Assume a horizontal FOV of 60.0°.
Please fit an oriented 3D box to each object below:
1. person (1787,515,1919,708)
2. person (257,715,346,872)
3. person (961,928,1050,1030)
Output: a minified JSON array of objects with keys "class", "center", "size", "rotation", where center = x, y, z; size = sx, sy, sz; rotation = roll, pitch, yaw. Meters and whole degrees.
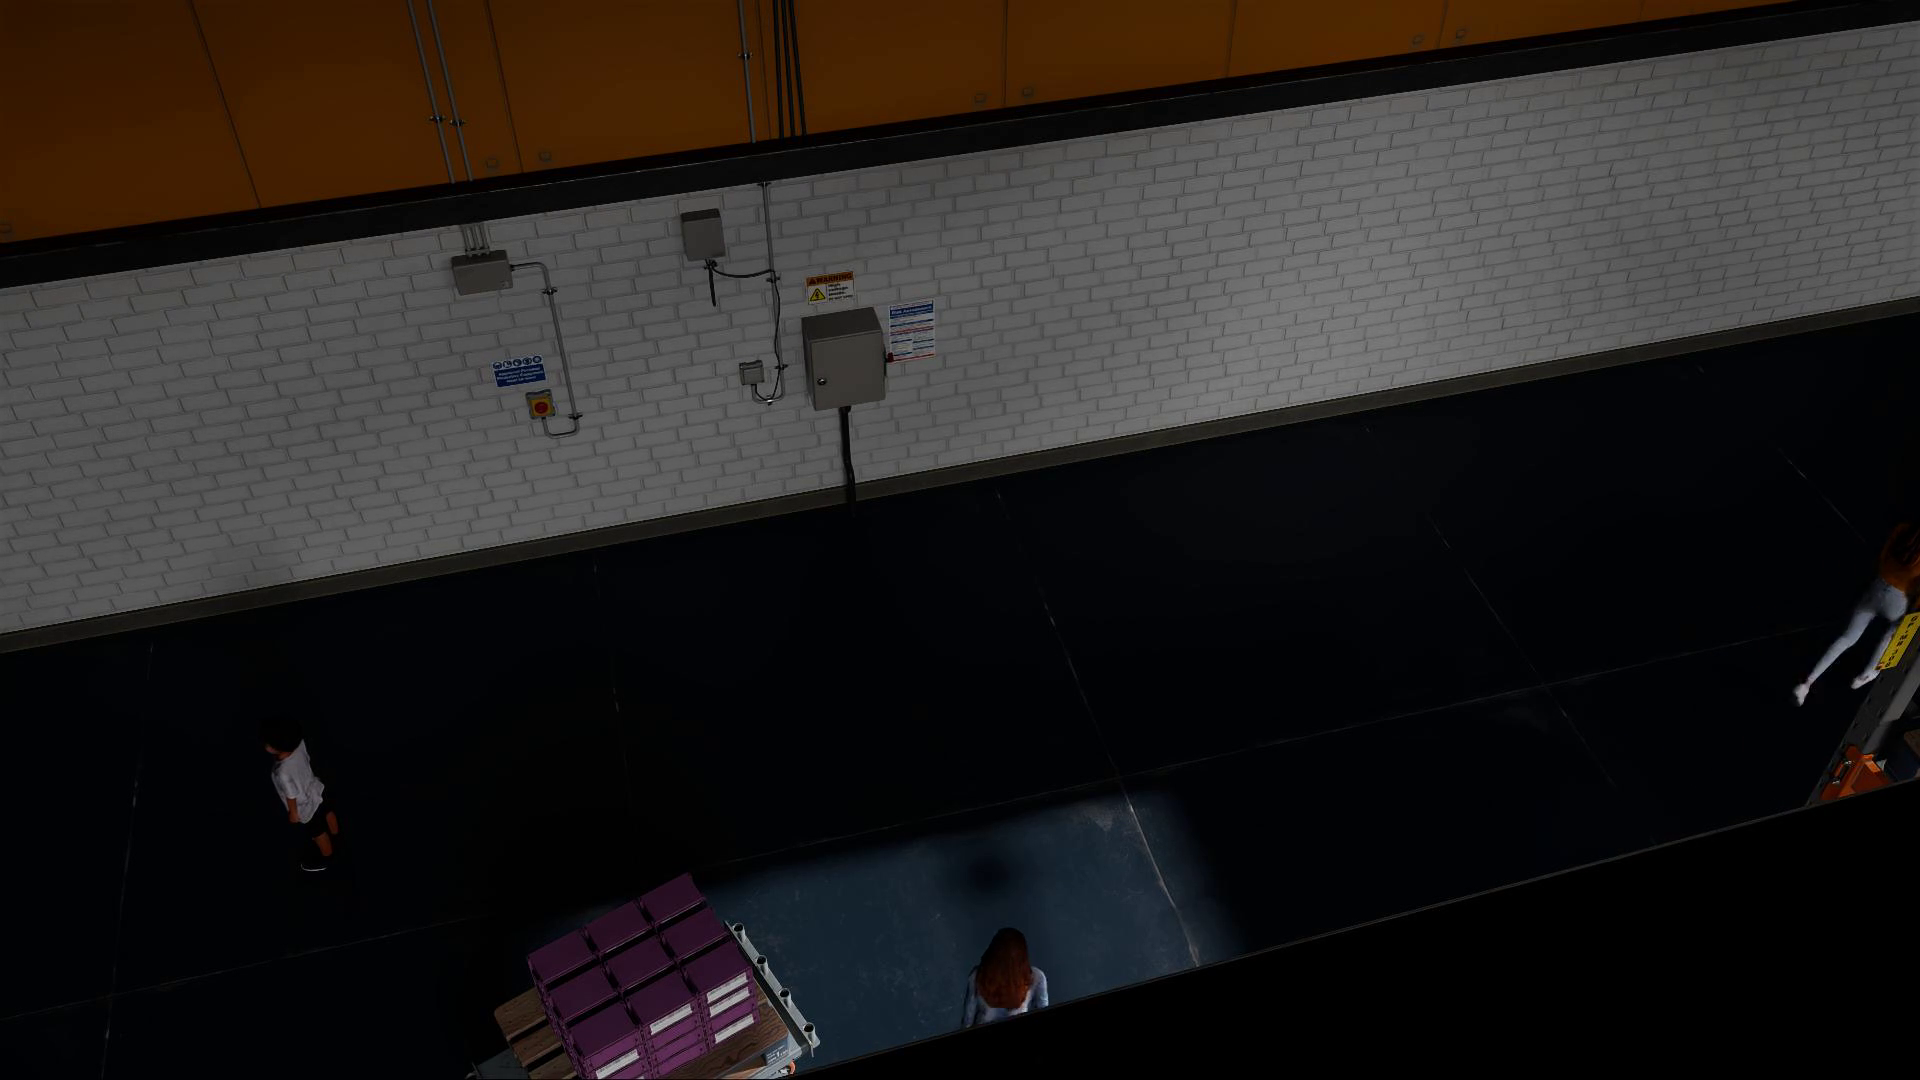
[{"class":"person","center":[5.723,0.428,10.385],"size":[0.869,1.727,1.132],"rotation":[-22,48,-22]},{"class":"person","center":[-3.810,1.450,9.648],"size":[0.606,1.264,0.517],"rotation":[1,44,1]},{"class":"person","center":[0.212,2.483,8.414],"size":[0.655,1.472,0.623],"rotation":[0,44,0]}]
